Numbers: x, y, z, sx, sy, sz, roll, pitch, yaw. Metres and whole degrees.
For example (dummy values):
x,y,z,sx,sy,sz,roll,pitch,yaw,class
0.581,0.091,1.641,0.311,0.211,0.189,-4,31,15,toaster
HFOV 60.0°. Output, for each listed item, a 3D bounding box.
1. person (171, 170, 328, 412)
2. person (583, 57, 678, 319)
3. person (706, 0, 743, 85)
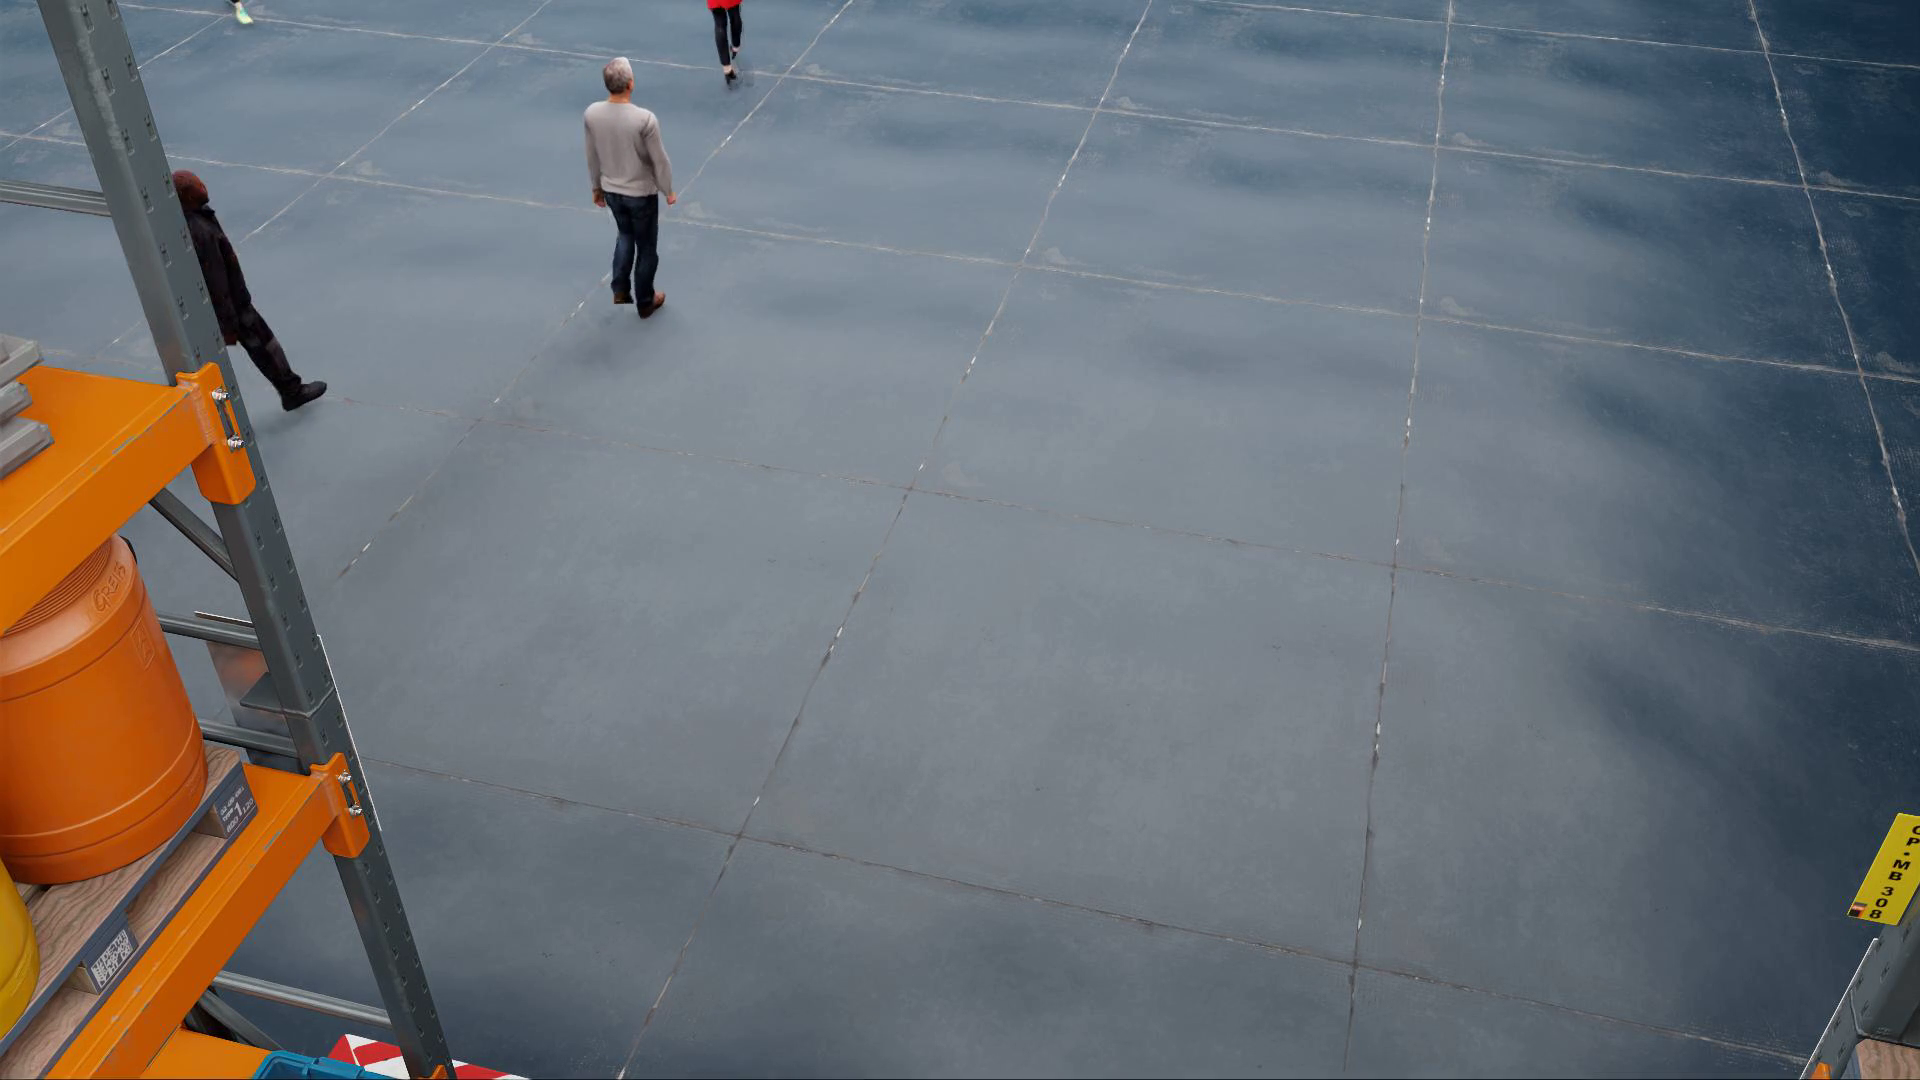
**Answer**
x,y,z,sx,sy,sz,roll,pitch,yaw,class
-4.761,-1.432,10.442,1.054,1.800,1.335,28,46,31,person
-2.324,-2.379,11.575,0.770,1.895,0.750,14,40,17,person
-2.151,-4.997,15.086,0.777,1.693,1.079,5,38,7,person
